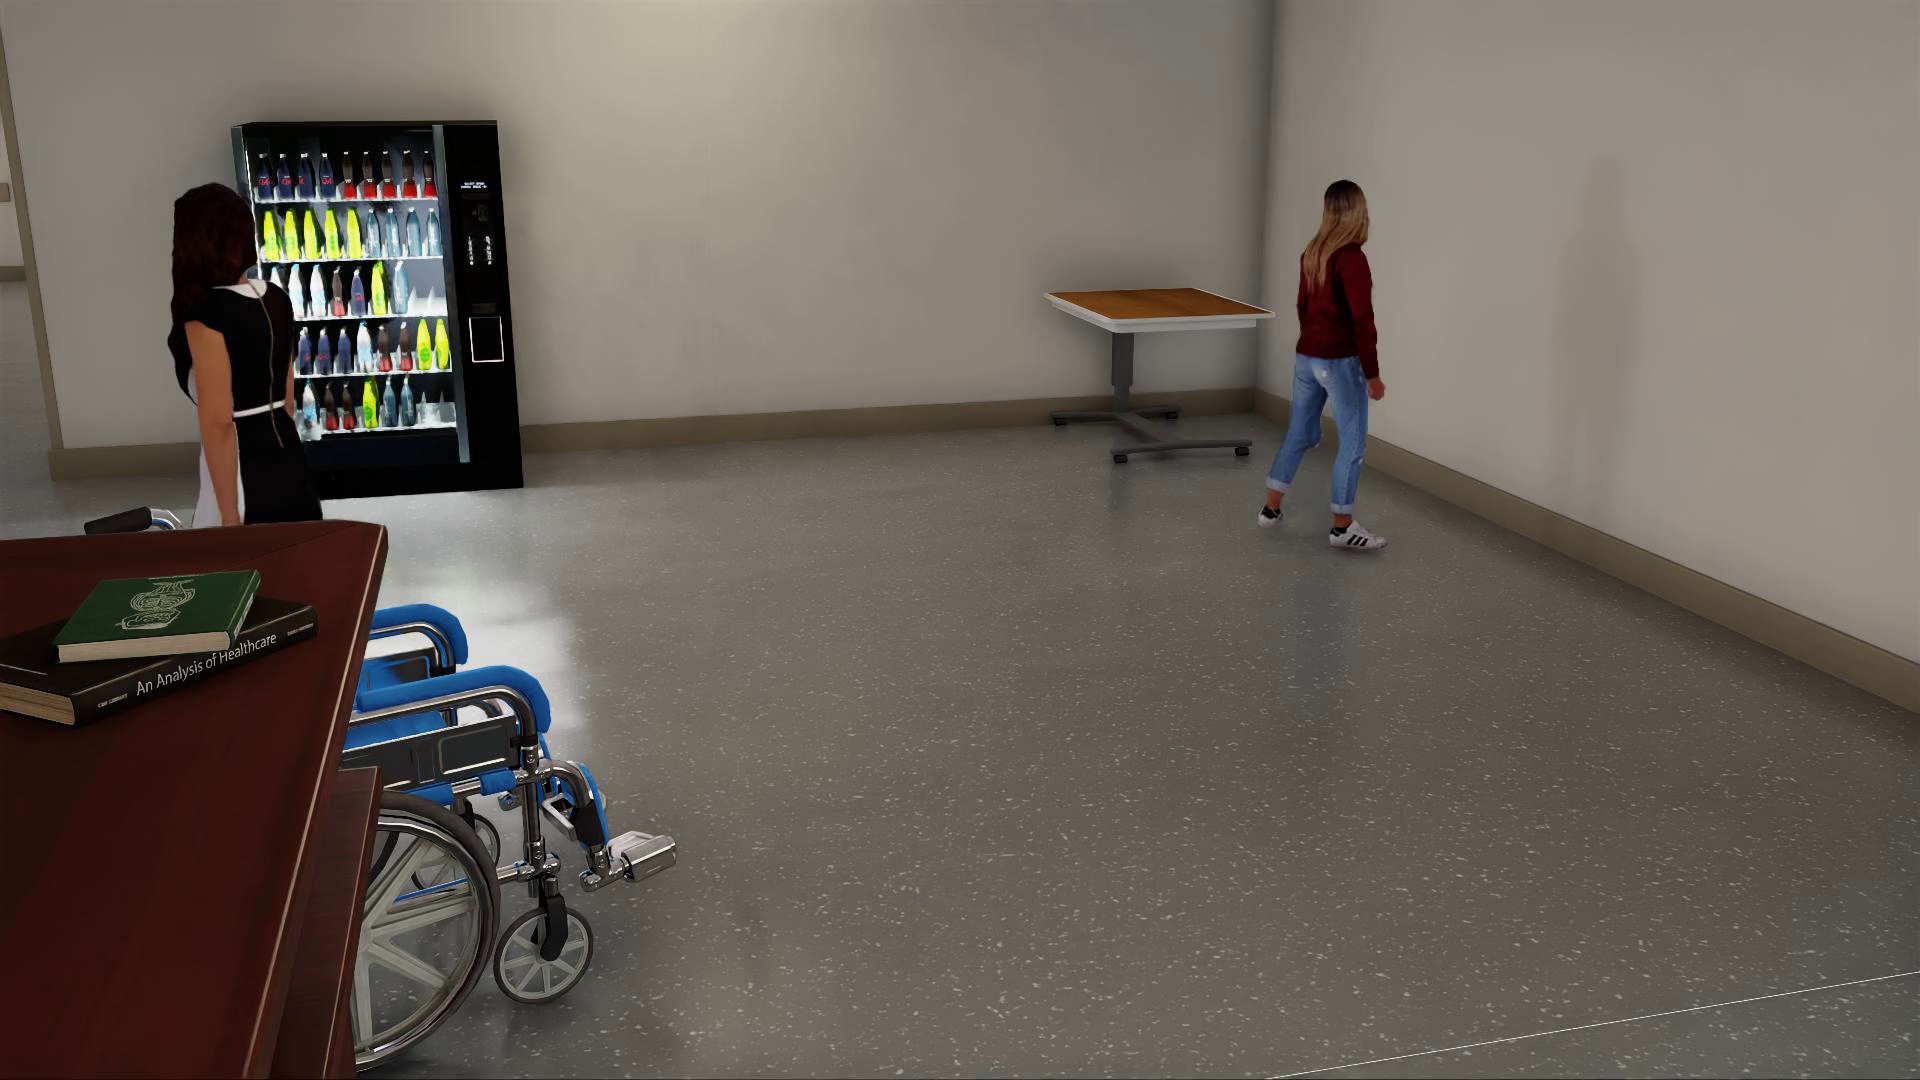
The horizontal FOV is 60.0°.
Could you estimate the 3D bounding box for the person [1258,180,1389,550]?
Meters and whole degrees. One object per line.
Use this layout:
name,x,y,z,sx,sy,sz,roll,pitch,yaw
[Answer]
person,1.668,-0.768,7.401,0.709,1.621,0.829,-2,16,-8

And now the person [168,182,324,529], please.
person,-1.873,-0.063,4.636,1.132,1.765,0.968,5,16,17
